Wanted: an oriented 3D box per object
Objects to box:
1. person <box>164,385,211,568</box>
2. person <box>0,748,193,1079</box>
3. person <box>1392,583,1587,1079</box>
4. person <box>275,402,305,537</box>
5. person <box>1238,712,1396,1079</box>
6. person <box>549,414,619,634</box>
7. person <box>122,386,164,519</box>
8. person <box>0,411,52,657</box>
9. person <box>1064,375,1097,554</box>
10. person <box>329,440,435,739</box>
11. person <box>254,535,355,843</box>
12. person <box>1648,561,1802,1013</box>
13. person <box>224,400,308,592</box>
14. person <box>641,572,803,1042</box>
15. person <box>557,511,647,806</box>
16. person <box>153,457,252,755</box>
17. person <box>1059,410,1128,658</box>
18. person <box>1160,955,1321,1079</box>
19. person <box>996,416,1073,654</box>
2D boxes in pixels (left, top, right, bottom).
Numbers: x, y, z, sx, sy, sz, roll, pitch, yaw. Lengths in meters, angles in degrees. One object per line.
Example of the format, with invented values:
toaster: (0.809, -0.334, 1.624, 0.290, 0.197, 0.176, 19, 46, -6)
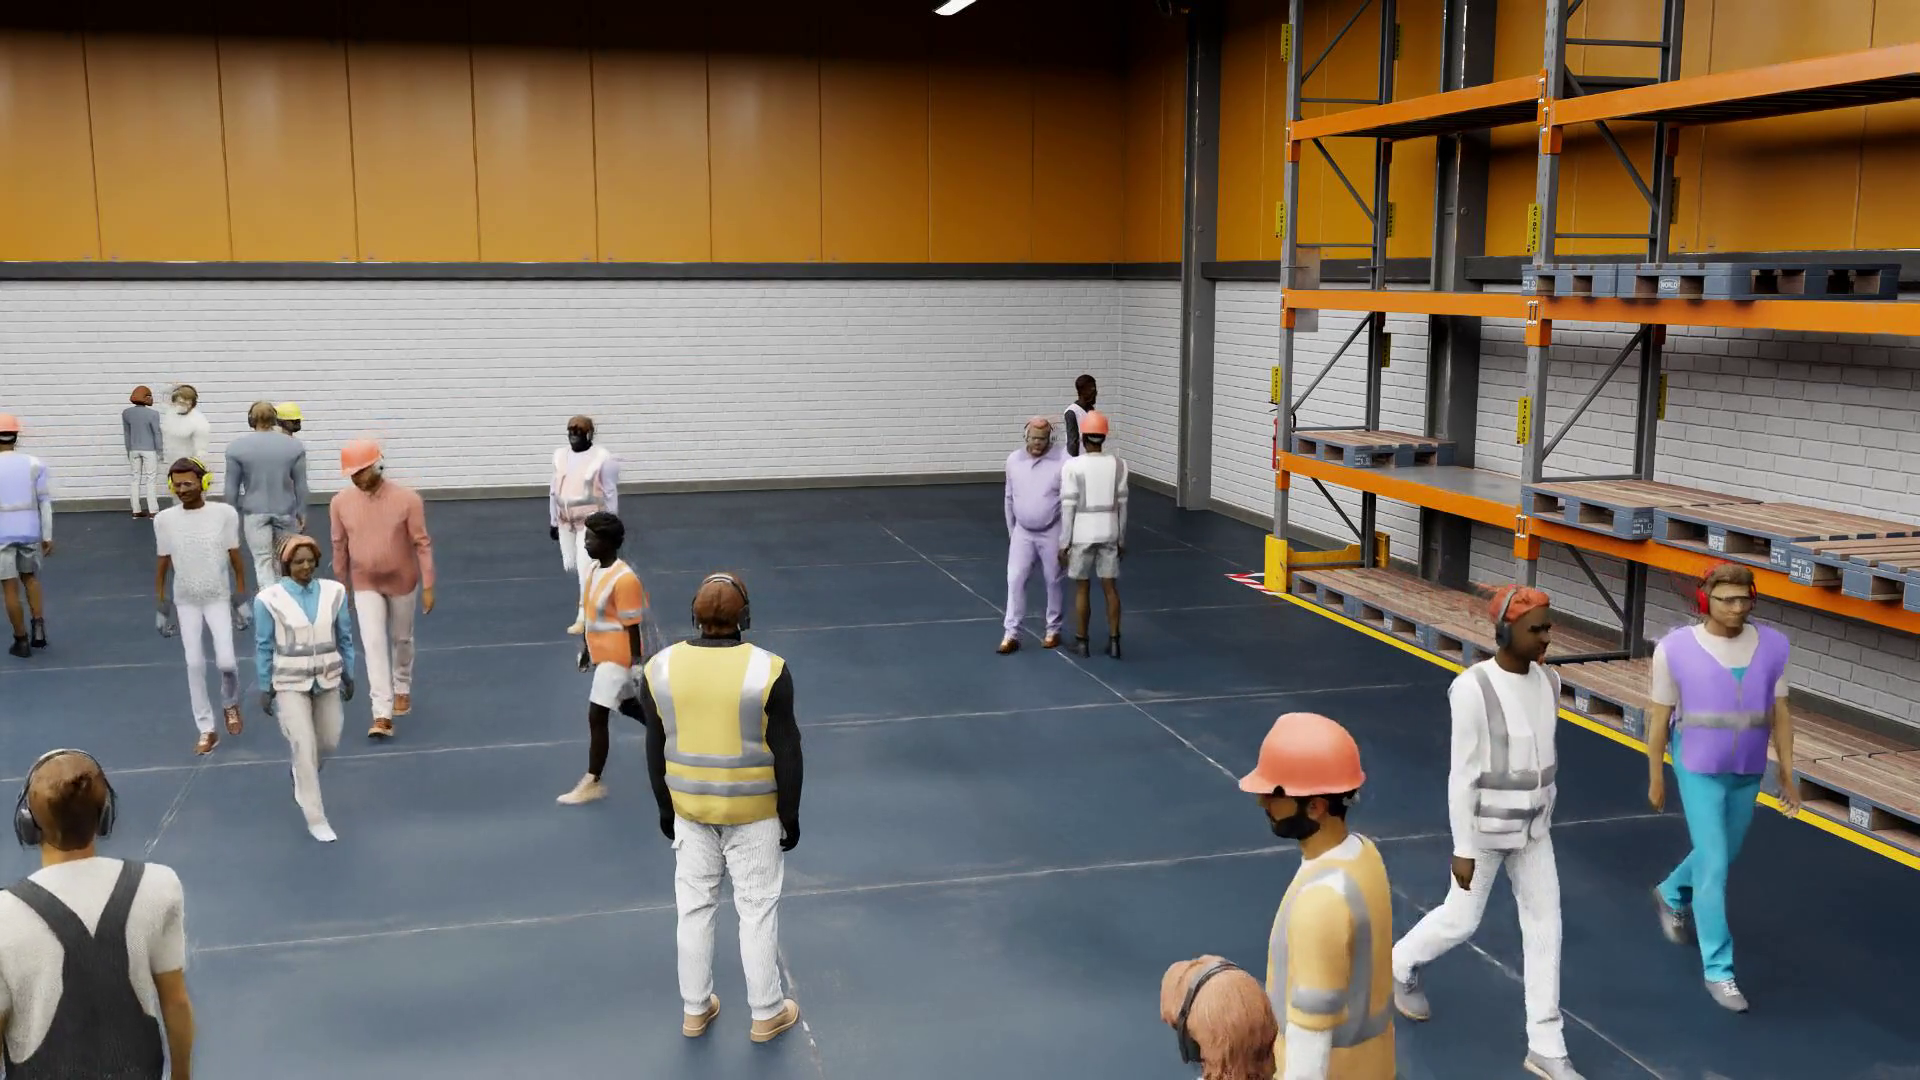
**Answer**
person: (-7.743, -0.619, 16.675, 0.735, 1.896, 0.369, 6, 11, 35)
person: (-2.153, 1.421, 4.139, 0.726, 1.823, 0.523, 8, 12, 42)
person: (1.997, 1.066, 6.292, 0.579, 1.855, 0.925, -5, 10, -29)
person: (-6.371, -0.433, 15.879, 0.326, 1.767, 0.533, -1, 9, -3)
person: (0.988, 1.373, 4.182, 0.677, 1.914, 0.574, 4, 10, 23)
person: (-3.128, -0.162, 14.009, 0.623, 1.823, 0.752, 4, 10, 25)
person: (-9.926, -1.063, 20.246, 0.500, 1.627, 0.273, 2, 9, 9)
person: (-7.399, -0.042, 12.969, 0.452, 1.912, 0.539, 8, 12, 41)
person: (1.293, -0.798, 17.684, 0.382, 1.917, 0.596, 5, 10, 27)
person: (-3.778, 0.292, 10.906, 0.644, 1.916, 1.060, -2, 9, -13)
person: (-3.516, 0.759, 8.905, 0.524, 1.618, 0.682, -9, 13, -43)
person: (3.176, 0.960, 7.044, 0.575, 1.817, 0.890, -1, 9, -6)
person: (-5.888, -0.223, 14.113, 0.642, 1.919, 0.625, -7, 12, -38)
person: (-0.901, 1.037, 6.469, 0.625, 1.844, 0.429, 2, 9, 12)
person: (-1.900, 0.641, 9.508, 0.850, 1.663, 0.537, -5, 11, -30)
person: (-4.732, 0.400, 10.392, 0.564, 1.856, 0.420, -2, 9, -14)
person: (1.031, -0.043, 12.920, 0.549, 1.940, 0.372, -3, 9, -16)
person: (0.555, 1.641, 3.361, 0.521, 1.617, 0.658, -3, 9, -16)
person: (0.600, -0.031, 13.057, 0.645, 1.866, 0.826, 4, 10, 21)
